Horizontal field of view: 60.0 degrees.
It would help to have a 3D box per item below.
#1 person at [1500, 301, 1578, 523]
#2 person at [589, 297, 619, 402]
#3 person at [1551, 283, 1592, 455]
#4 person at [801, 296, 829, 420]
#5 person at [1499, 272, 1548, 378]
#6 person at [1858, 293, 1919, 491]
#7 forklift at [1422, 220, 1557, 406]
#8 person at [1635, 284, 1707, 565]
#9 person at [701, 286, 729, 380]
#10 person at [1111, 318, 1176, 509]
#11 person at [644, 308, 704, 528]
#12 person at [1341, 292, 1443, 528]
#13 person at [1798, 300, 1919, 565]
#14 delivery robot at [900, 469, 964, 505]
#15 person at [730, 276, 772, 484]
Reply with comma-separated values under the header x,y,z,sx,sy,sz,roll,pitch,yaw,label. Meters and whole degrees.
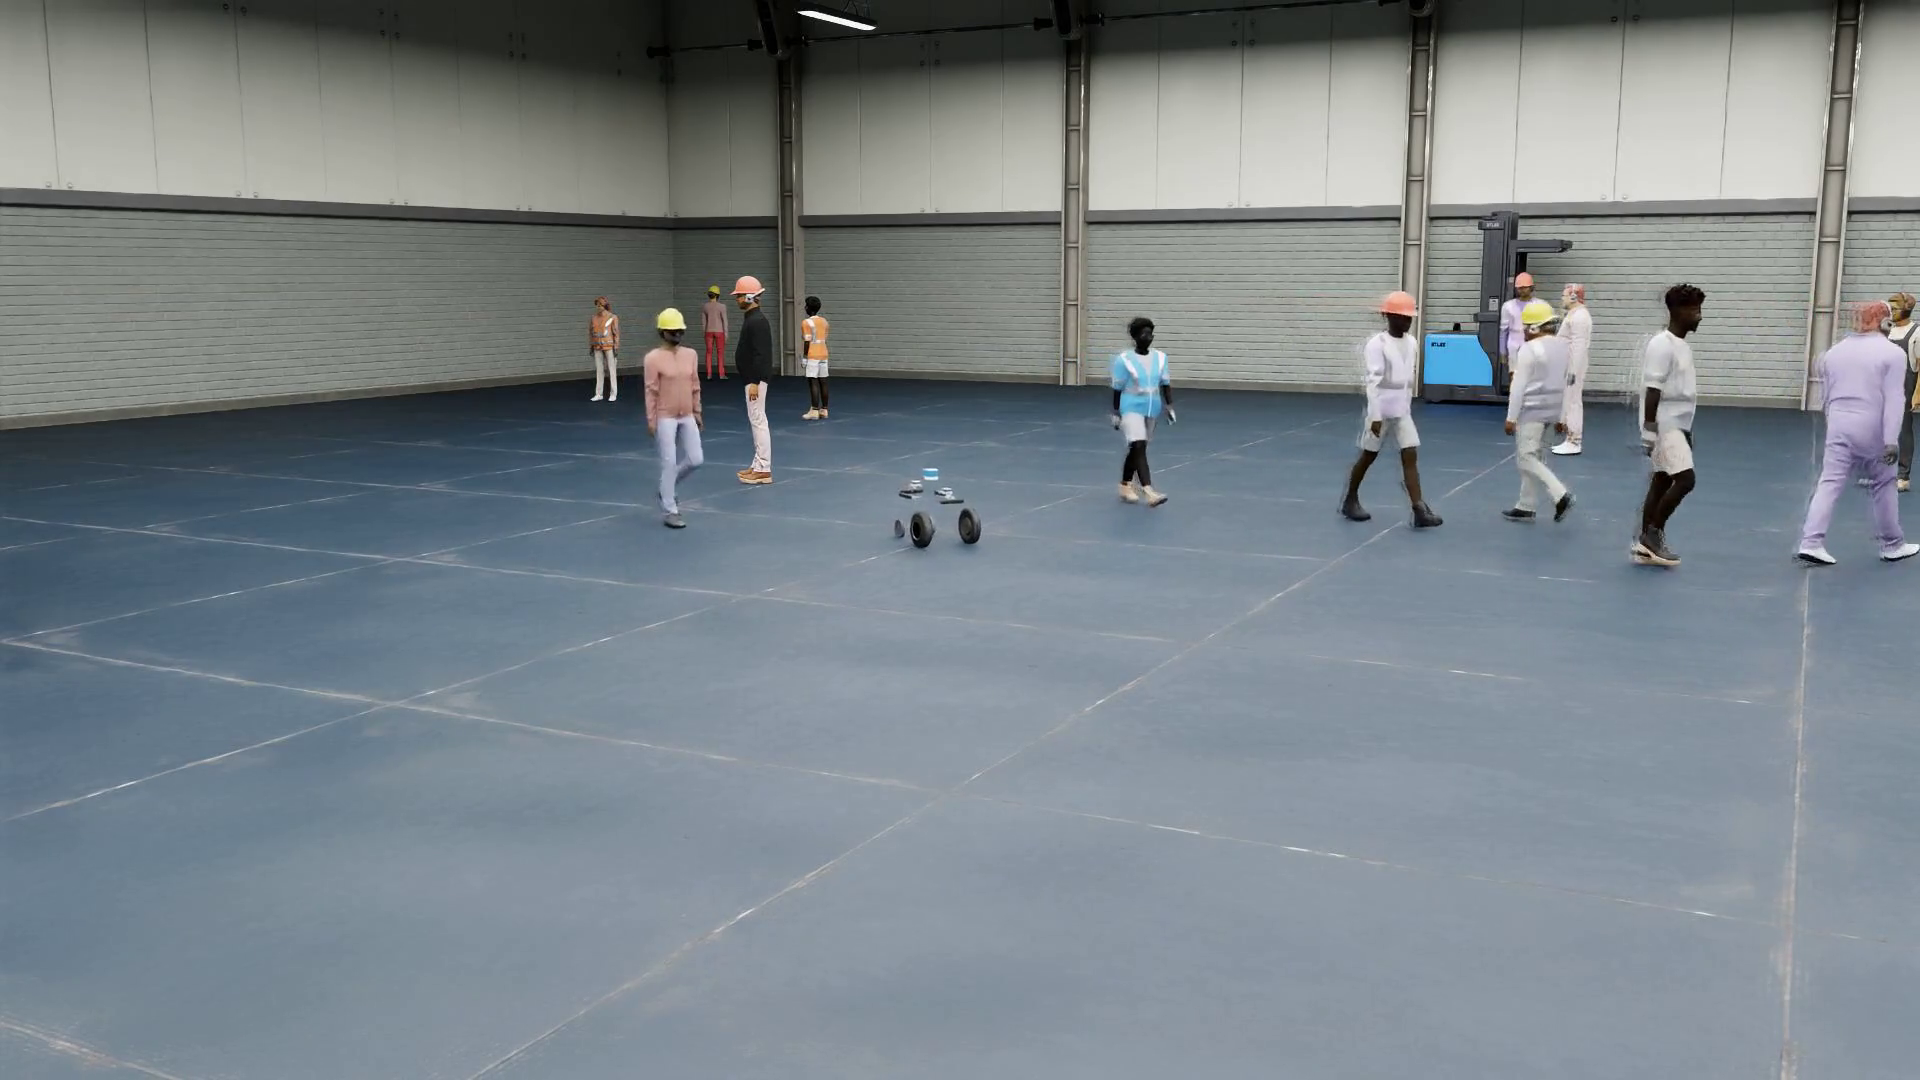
x,y,z,sx,sy,sz,roll,pitch,yaw,label
4.690,-1.011,13.375,0.609,1.814,0.721,-7,12,-37,person
-5.588,-2.995,26.122,0.512,1.639,0.312,3,10,19,person
6.835,-1.914,18.634,0.403,1.906,0.652,3,10,20,person
-2.010,-2.516,22.988,0.322,1.697,0.533,5,11,30,person
7.634,-2.608,22.559,0.633,2.021,0.477,3,10,20,person
8.786,-1.392,15.613,0.325,1.841,0.516,-4,10,-22,person
8.245,-3.527,25.720,1.873,2.768,1.129,5,10,27,forklift
4.932,-0.782,11.478,0.485,1.951,0.618,6,11,35,person
-4.587,-3.875,31.163,0.525,1.769,0.311,2,10,15,person
1.603,-1.108,14.471,0.537,1.633,0.912,-5,10,-28,person
-2.318,-0.984,13.374,0.425,1.750,0.540,9,13,43,person
3.480,-1.055,13.430,0.566,1.880,1.020,-5,11,-30,person
6.317,-0.745,11.642,1.037,1.848,0.649,-4,10,-26,person
-0.218,-0.427,12.665,0.335,0.223,0.698,-5,10,-28,delivery robot
-2.019,-1.557,16.161,0.395,1.992,0.622,-1,9,-9,person
